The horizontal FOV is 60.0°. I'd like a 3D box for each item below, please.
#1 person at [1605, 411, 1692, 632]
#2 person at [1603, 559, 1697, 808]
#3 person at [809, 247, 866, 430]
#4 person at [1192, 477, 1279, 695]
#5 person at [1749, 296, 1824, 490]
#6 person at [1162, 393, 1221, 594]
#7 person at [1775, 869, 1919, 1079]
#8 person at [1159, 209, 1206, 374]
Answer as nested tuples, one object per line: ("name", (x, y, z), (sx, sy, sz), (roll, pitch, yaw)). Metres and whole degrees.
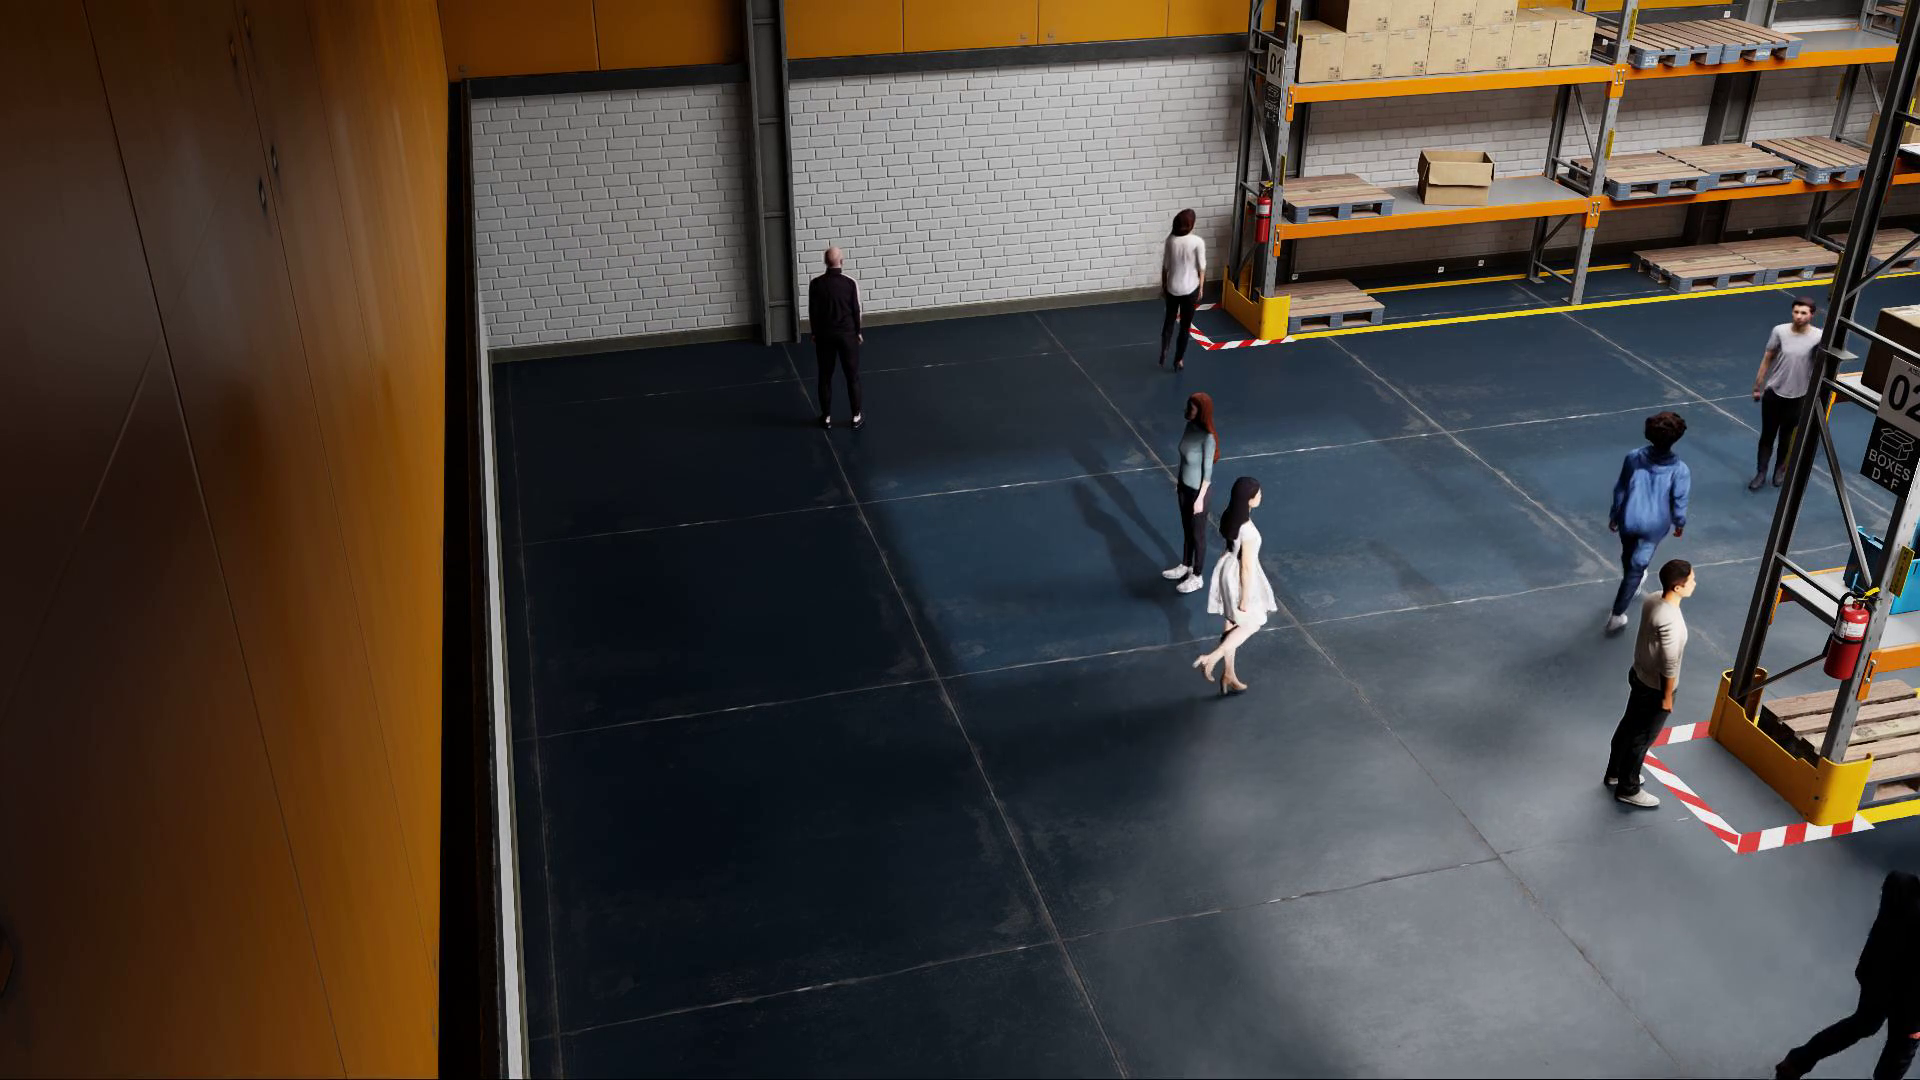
("person", (5.301, -0.110, 12.969), (1.085, 1.767, 1.252), (23, 36, 36))
("person", (4.582, 0.925, 11.026), (0.659, 1.812, 0.721), (2, 29, 3))
("person", (-1.208, -1.975, 16.318), (0.611, 1.835, 0.792), (0, 29, 0))
("person", (1.942, 0.364, 12.105), (0.760, 1.764, 0.626), (-8, 30, -14))
("person", (7.557, -1.345, 15.144), (0.838, 1.853, 0.875), (22, 35, 34))
("person", (1.907, -0.395, 13.518), (0.530, 1.742, 0.573), (-8, 30, -14))
("person", (4.737, 2.288, 8.560), (1.085, 1.781, 0.822), (-1, 29, -2))
("person", (2.301, -2.575, 17.466), (0.764, 1.789, 0.826), (12, 31, 21))
